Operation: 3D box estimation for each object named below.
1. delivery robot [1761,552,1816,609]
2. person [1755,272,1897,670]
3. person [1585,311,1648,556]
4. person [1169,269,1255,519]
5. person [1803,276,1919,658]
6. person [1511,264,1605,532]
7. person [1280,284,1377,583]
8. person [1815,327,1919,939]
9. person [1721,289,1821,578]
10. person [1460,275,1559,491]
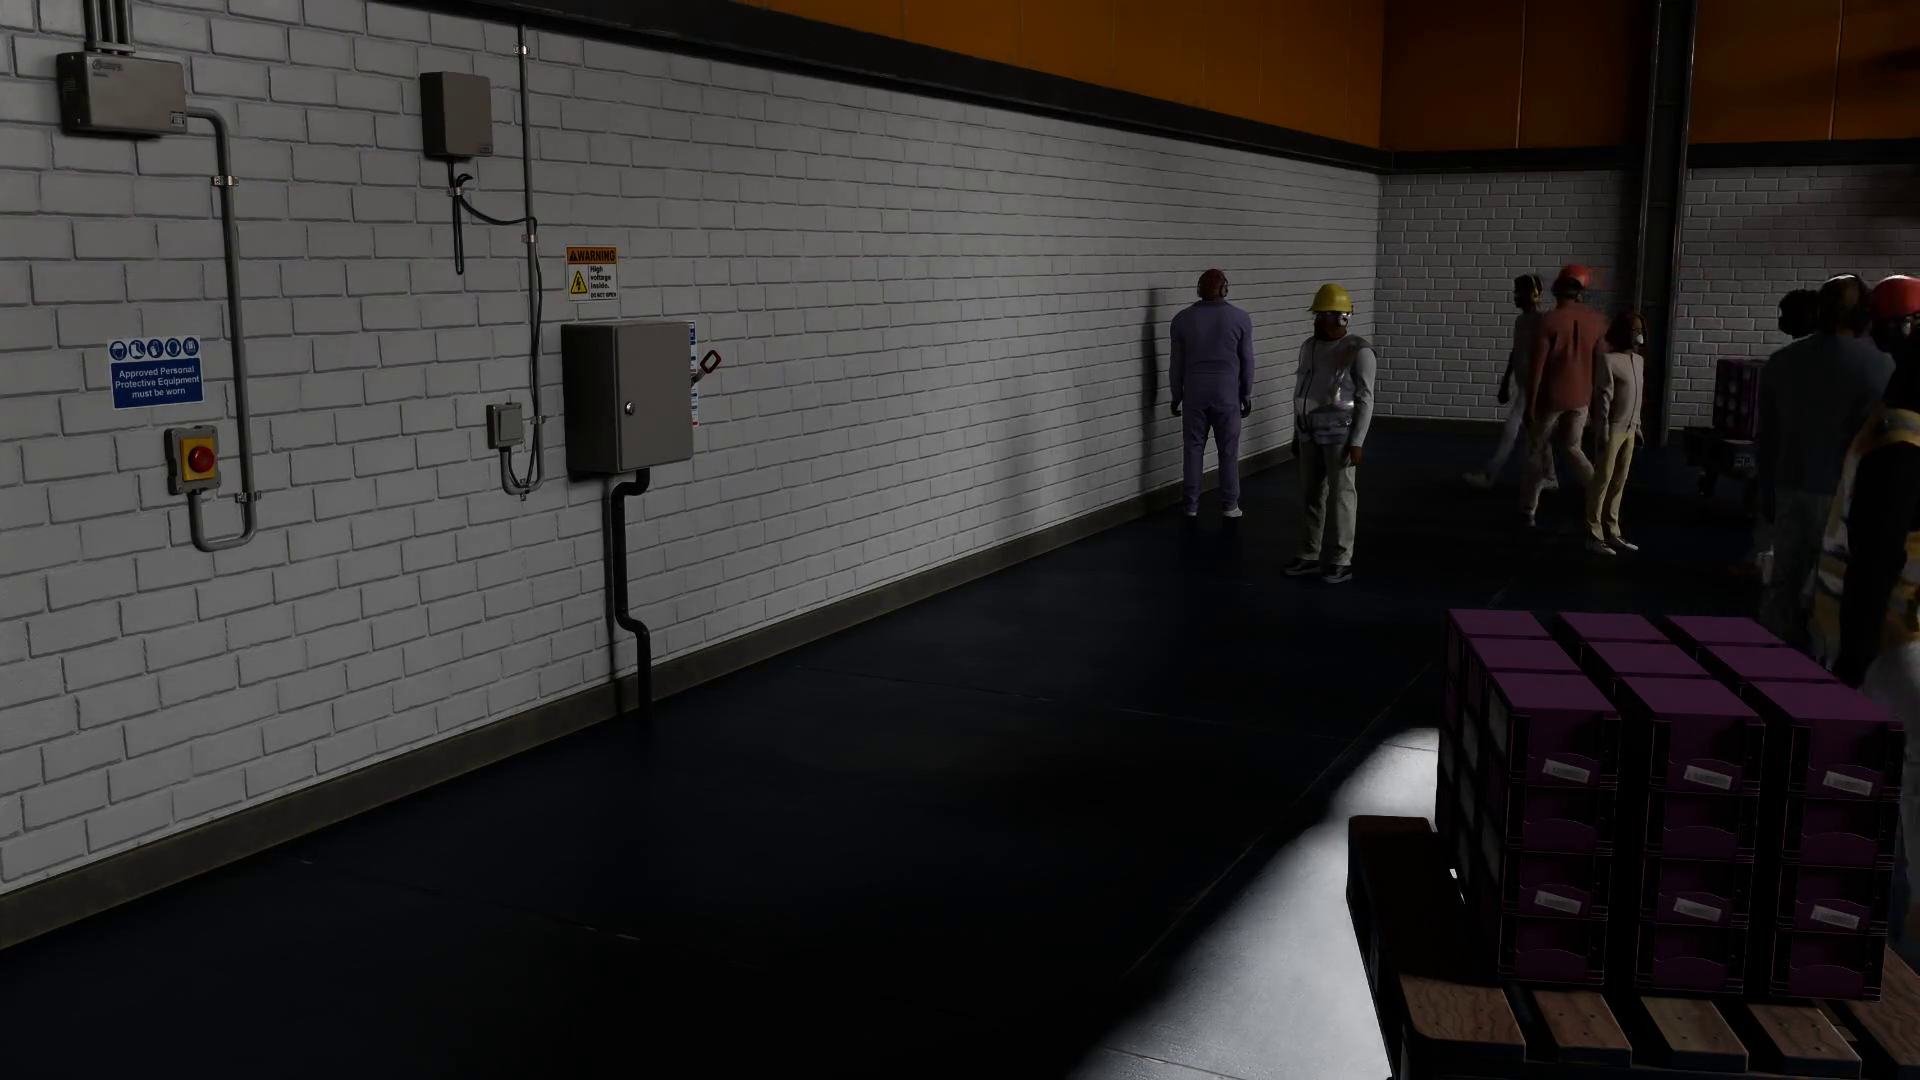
[{"bbox_3d":[4.527,0.216,8.653,0.477,0.478,0.707,-2,10,-12],"label":"delivery robot"},{"bbox_3d":[3.753,-0.184,7.237,0.354,1.936,0.635,-4,11,-24],"label":"person"},{"bbox_3d":[4.441,-0.719,11.211,0.498,1.634,0.278,-8,13,-38],"label":"person"},{"bbox_3d":[1.916,-1.103,12.674,0.639,1.902,0.407,2,10,13],"label":"person"},{"bbox_3d":[4.044,-0.157,7.127,1.071,1.929,0.623,8,13,39],"label":"person"},{"bbox_3d":[4.422,-1.024,12.073,0.646,1.951,0.866,-3,10,-14],"label":"person"},{"bbox_3d":[2.263,-0.656,10.269,0.403,1.835,0.586,-7,12,-34],"label":"person"},{"bbox_3d":[2.887,0.274,4.945,0.768,1.812,0.642,5,11,27],"label":"person"},{"bbox_3d":[5.254,-0.639,10.264,0.848,1.813,0.637,3,10,15],"label":"person"},{"bbox_3d":[4.681,-1.308,14.039,0.951,1.827,0.560,-1,10,-4],"label":"person"}]
